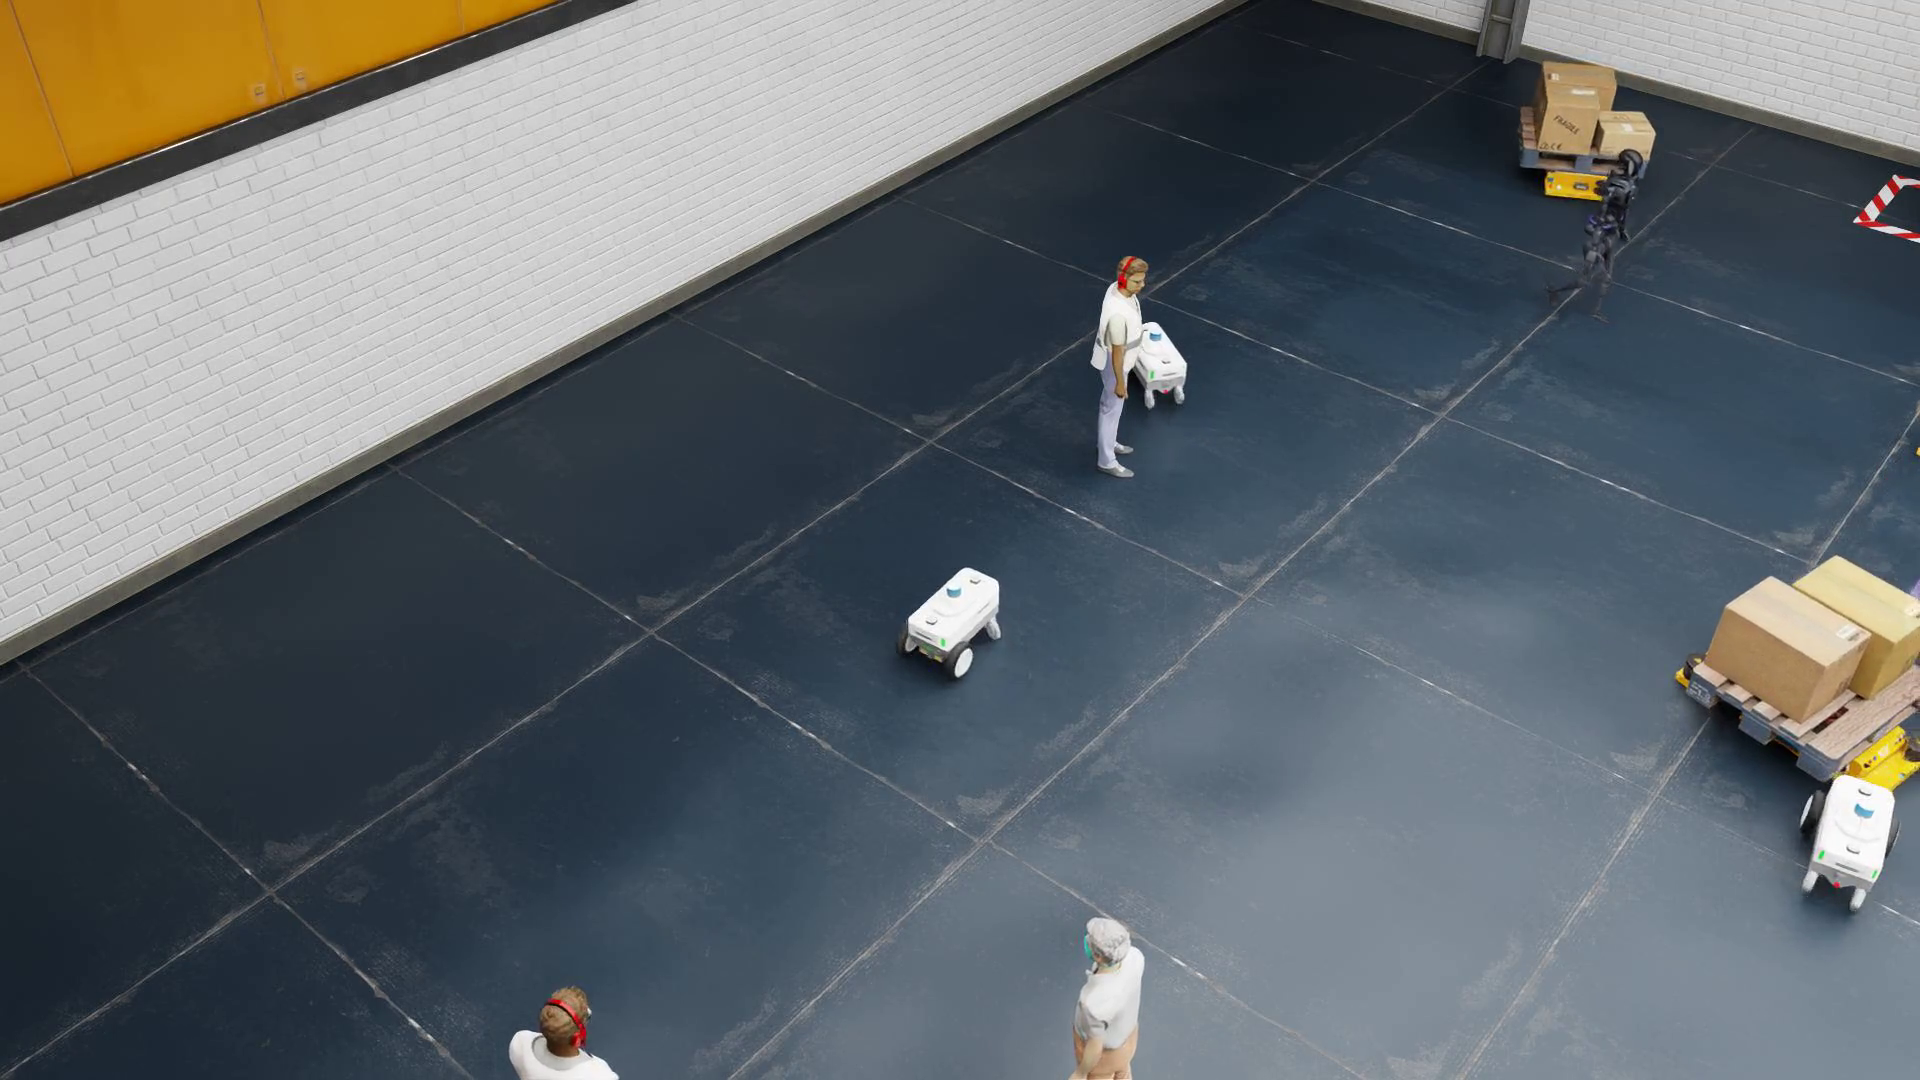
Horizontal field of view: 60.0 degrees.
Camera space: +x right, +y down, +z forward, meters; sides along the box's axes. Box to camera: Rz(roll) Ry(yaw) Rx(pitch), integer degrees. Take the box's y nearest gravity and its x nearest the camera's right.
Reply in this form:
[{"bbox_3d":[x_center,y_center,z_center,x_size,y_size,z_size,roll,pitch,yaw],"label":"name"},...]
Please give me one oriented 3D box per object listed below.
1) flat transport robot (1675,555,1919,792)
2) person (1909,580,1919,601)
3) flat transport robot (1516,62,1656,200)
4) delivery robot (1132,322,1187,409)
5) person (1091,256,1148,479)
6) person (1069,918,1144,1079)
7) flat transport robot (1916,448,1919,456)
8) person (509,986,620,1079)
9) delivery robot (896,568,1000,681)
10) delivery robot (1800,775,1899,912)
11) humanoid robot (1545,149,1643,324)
[{"bbox_3d":[5.509,1.121,10.895,0.659,0.231,1.431,-25,45,-27],"label":"flat transport robot"},{"bbox_3d":[7.096,-0.099,11.182,0.849,1.801,0.583,24,44,26],"label":"person"},{"bbox_3d":[6.347,-3.907,17.136,0.659,0.231,1.431,8,40,10],"label":"flat transport robot"},{"bbox_3d":[1.620,-1.502,13.911,0.499,0.580,0.756,-10,40,-12],"label":"delivery robot"},{"bbox_3d":[1.197,-1.339,12.697,0.393,1.839,0.563,5,39,6],"label":"person"},{"bbox_3d":[0.693,2.438,8.082,0.323,1.747,0.473,22,44,25],"label":"person"},{"bbox_3d":[8.260,-0.462,12.860,0.659,0.231,1.431,-20,43,-23],"label":"flat transport robot"},{"bbox_3d":[-1.738,2.728,7.656,0.562,1.833,0.408,18,42,21],"label":"person"},{"bbox_3d":[-0.060,0.559,11.379,0.504,0.611,0.783,24,44,26],"label":"delivery robot"},{"bbox_3d":[5.281,1.762,9.860,0.499,0.580,0.756,20,43,23],"label":"delivery robot"},{"bbox_3d":[5.582,-2.687,14.516,0.612,1.639,0.606,32,49,33],"label":"humanoid robot"}]
